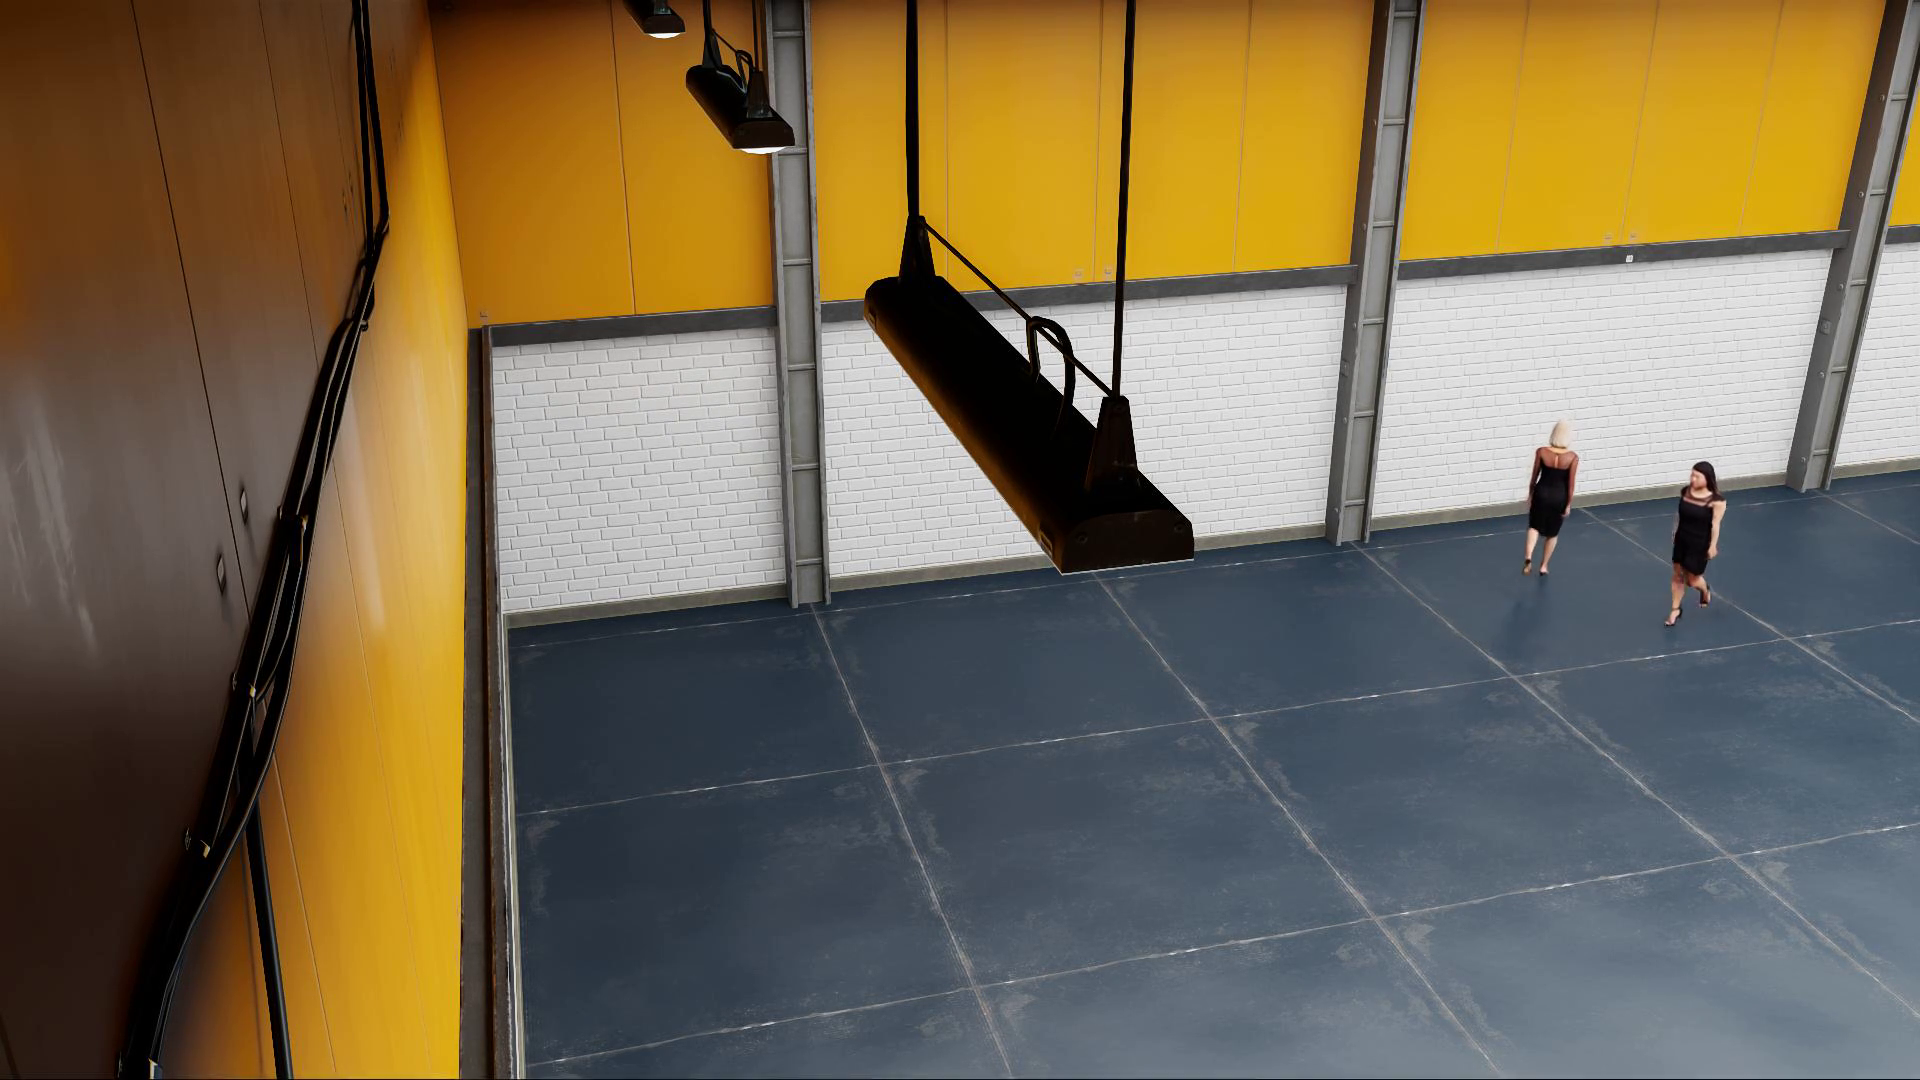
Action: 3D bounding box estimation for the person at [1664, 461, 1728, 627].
[{"bbox_3d":[7.127,0.041,16.057,0.888,1.707,0.774,-13,27,-27],"label":"person"}]

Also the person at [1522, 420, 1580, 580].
[{"bbox_3d":[5.992,-0.366,16.952,0.857,1.736,0.914,13,27,27],"label":"person"}]
